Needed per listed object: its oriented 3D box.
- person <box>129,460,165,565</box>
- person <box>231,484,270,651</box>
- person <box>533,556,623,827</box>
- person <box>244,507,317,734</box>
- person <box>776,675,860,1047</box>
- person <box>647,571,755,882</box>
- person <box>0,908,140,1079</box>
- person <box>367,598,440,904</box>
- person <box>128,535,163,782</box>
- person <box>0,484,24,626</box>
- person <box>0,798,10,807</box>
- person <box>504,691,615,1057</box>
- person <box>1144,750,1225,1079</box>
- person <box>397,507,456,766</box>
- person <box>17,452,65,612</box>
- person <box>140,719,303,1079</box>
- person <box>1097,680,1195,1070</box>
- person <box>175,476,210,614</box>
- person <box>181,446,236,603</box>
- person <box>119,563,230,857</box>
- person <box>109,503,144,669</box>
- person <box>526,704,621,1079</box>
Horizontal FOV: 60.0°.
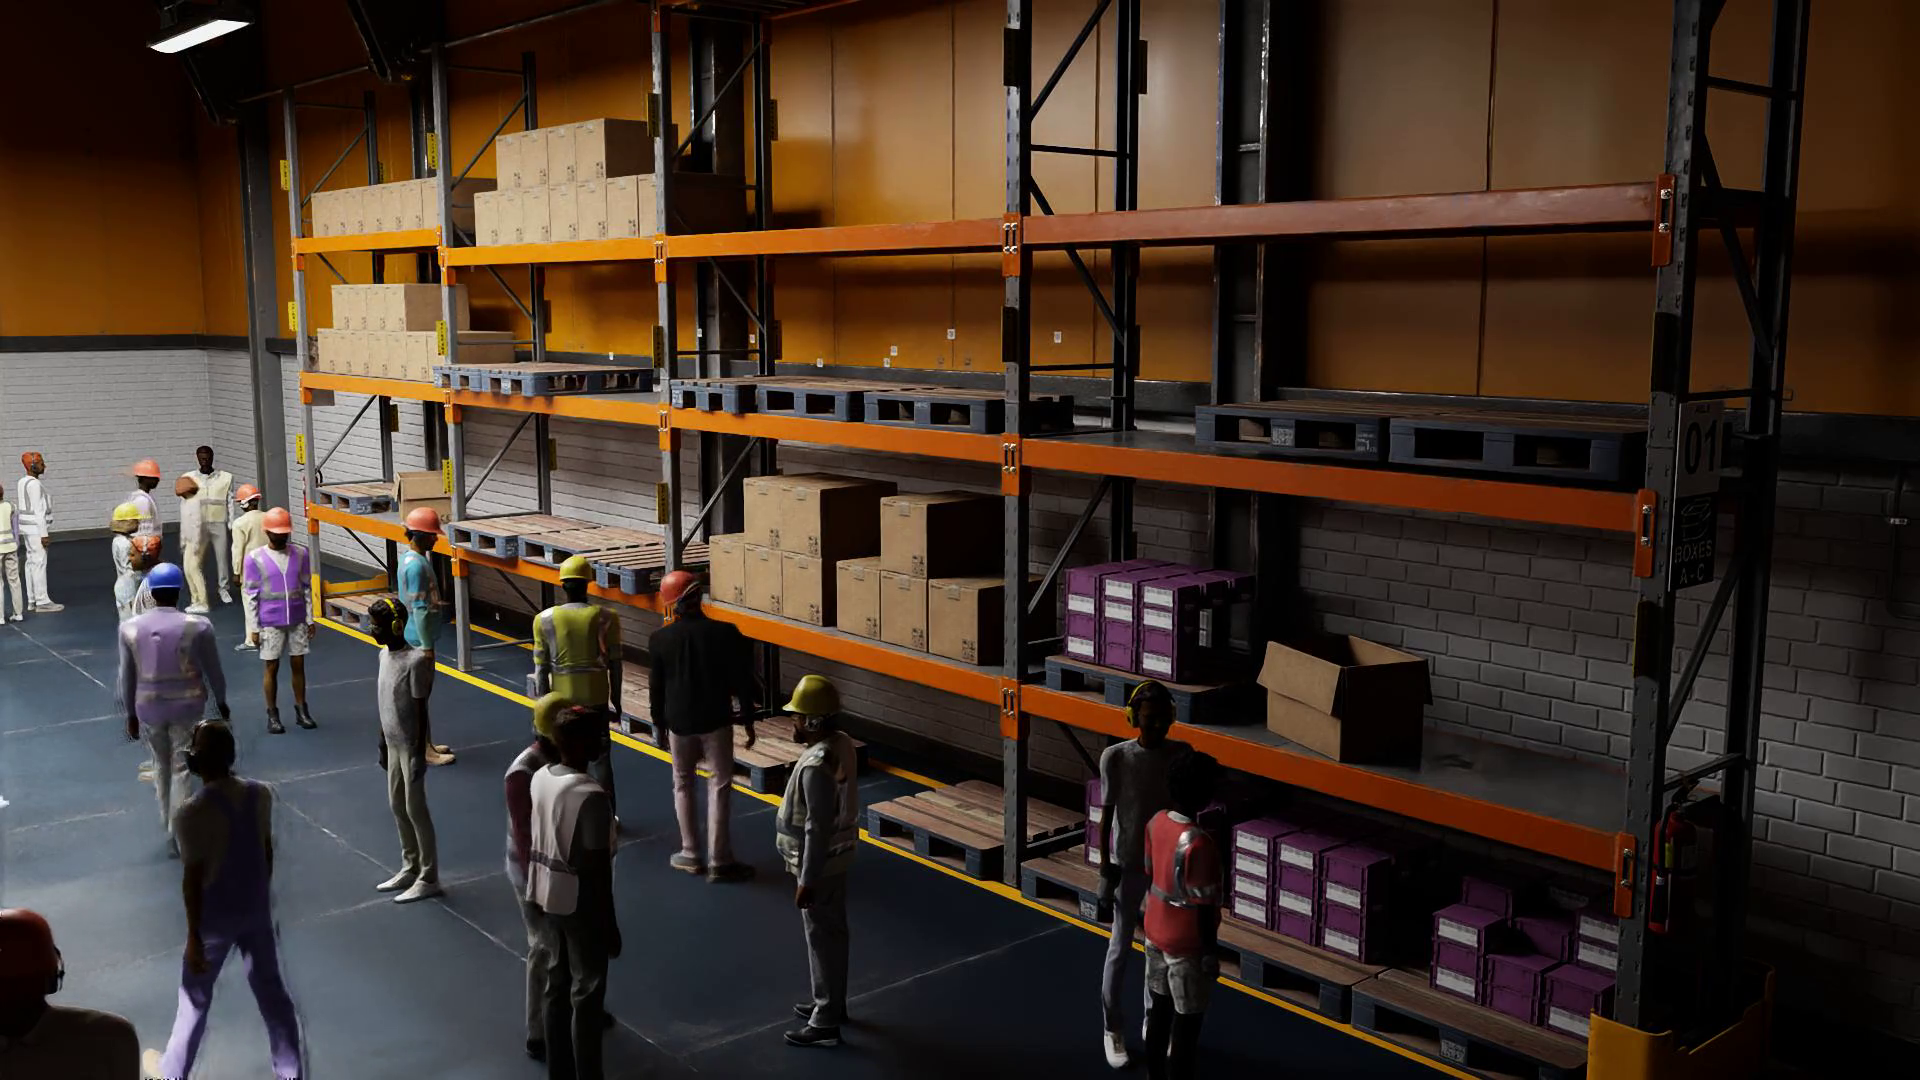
[{"bbox_3d":[-8.820,0.080,18.217,0.519,1.920,0.587,-4,9,-23],"label":"person"},{"bbox_3d":[-7.393,0.285,17.406,0.353,1.741,0.567,3,9,22],"label":"person"},{"bbox_3d":[-2.597,1.068,11.355,0.587,1.916,0.392,-2,8,-13],"label":"person"},{"bbox_3d":[-5.726,0.677,14.059,0.548,1.925,0.392,-7,11,-42],"label":"person"},{"bbox_3d":[-0.701,1.564,8.193,0.404,1.833,0.589,1,8,6],"label":"person"},{"bbox_3d":[-1.643,1.175,10.533,0.689,1.944,0.481,1,8,6],"label":"person"},{"bbox_3d":[-2.621,1.990,4.717,0.621,1.985,0.408,-4,9,-24],"label":"person"},{"bbox_3d":[-3.418,1.271,10.172,0.525,1.856,0.344,8,11,43],"label":"person"},{"bbox_3d":[-6.143,0.892,12.693,0.354,1.883,0.576,-3,9,-22],"label":"person"},{"bbox_3d":[-10.818,0.145,18.720,0.311,1.642,0.512,4,9,24],"label":"person"},{"bbox_3d":[-7.270,1.078,11.984,0.739,1.714,0.494,3,9,19],"label":"person"},{"bbox_3d":[-1.969,1.595,8.134,0.444,1.794,0.613,3,9,19],"label":"person"},{"bbox_3d":[0.988,1.759,7.318,0.321,1.693,0.529,-3,9,-18],"label":"person"},{"bbox_3d":[-4.216,0.755,13.101,0.378,2.040,0.607,-3,9,-23],"label":"person"},{"bbox_3d":[-10.845,-0.094,19.549,0.355,1.883,0.574,-8,11,-44],"label":"person"},{"bbox_3d":[-3.326,1.684,7.492,0.963,1.791,0.542,5,9,29],"label":"person"},{"bbox_3d":[0.904,1.578,7.965,0.512,1.872,0.330,-3,9,-20],"label":"person"},{"bbox_3d":[-8.981,0.047,19.494,0.319,1.604,0.525,-7,11,-39],"label":"person"},{"bbox_3d":[-9.051,-0.185,20.054,0.594,1.919,0.387,-4,9,-26],"label":"person"},{"bbox_3d":[-5.215,1.102,11.112,0.600,1.911,0.765,-1,8,-4],"label":"person"},{"bbox_3d":[-7.865,0.515,15.791,0.297,1.743,0.493,-5,10,-31],"label":"person"},{"bbox_3d":[-1.740,1.654,7.521,0.386,1.845,0.564,-7,11,-41],"label":"person"}]
